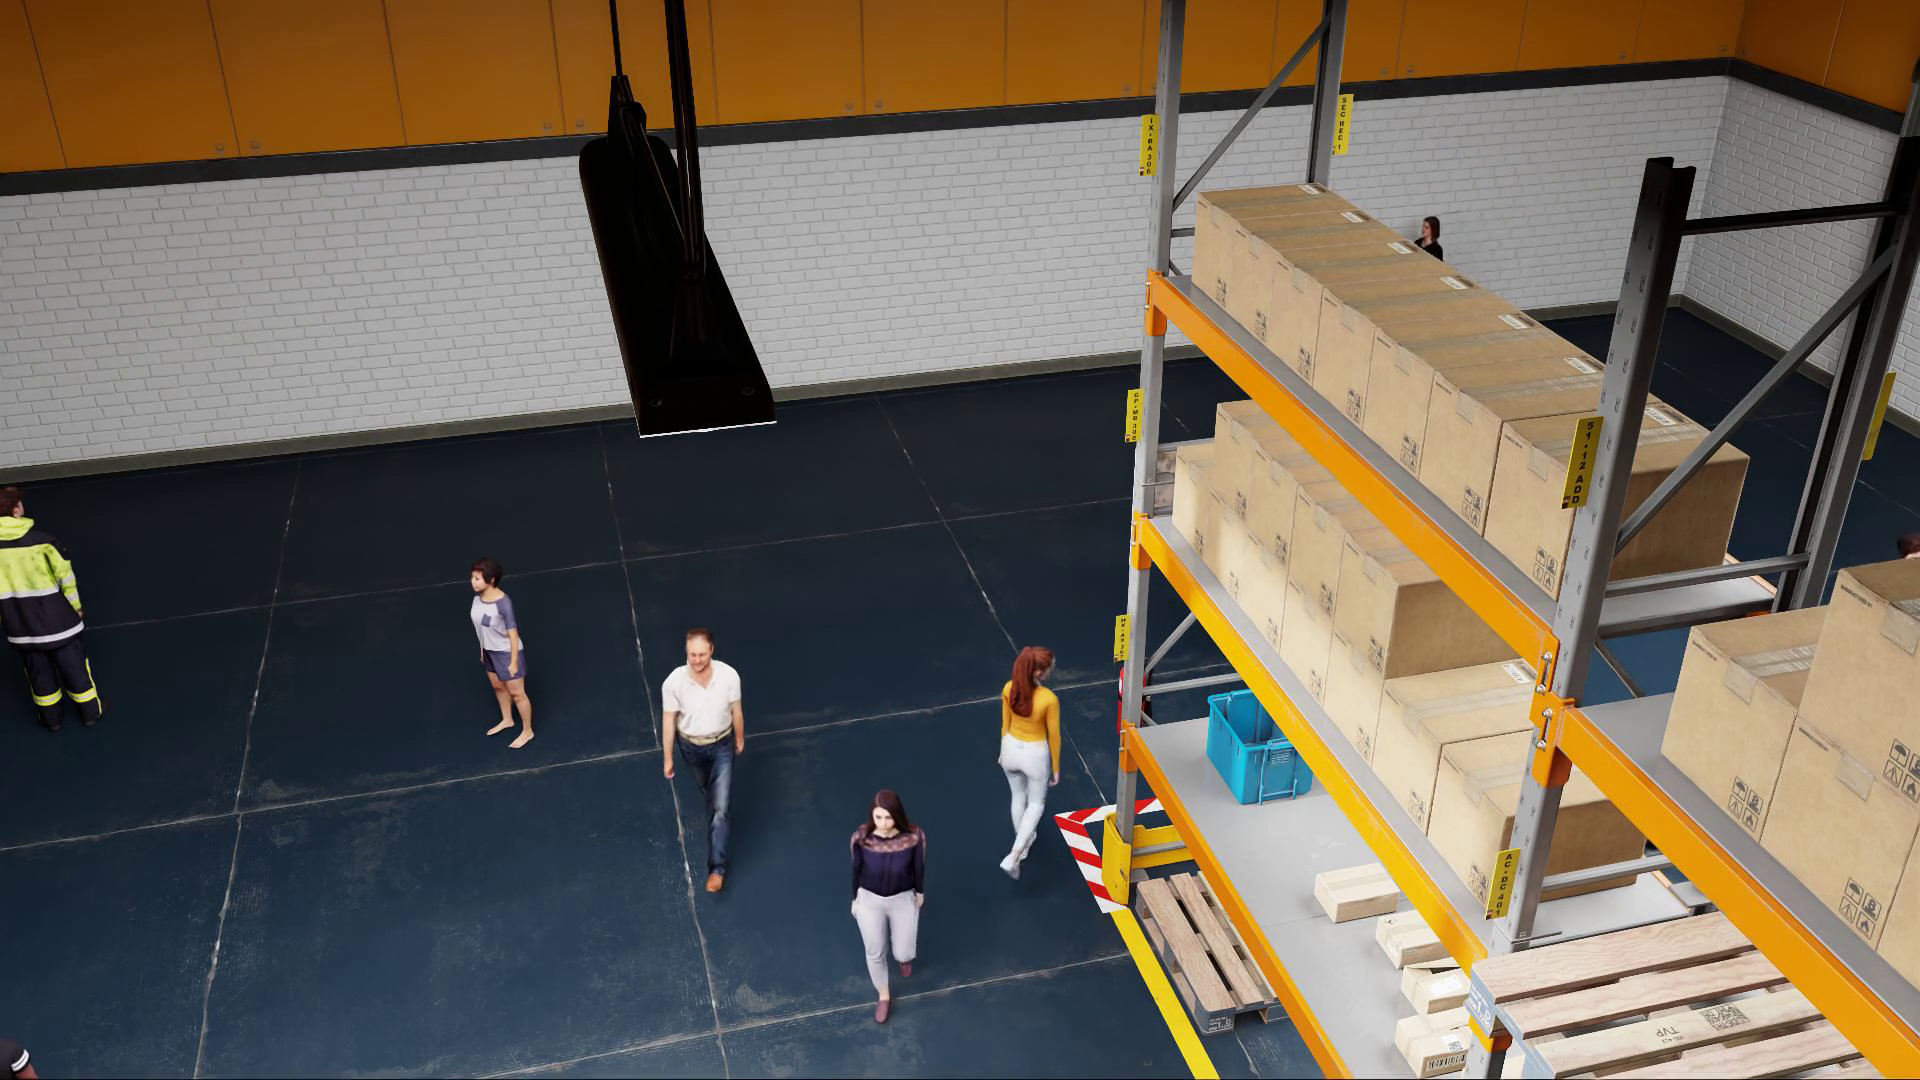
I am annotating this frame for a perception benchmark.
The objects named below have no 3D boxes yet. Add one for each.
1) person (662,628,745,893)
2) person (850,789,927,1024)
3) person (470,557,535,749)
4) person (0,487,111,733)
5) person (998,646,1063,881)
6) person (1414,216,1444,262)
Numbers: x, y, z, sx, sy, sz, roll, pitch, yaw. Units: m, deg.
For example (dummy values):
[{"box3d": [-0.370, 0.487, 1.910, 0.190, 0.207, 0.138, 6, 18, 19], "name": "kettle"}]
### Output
[{"box3d": [-1.687, 1.325, 11.108, 0.897, 1.801, 1.321, 0, 29, -1], "name": "person"}, {"box3d": [-0.428, 2.119, 9.865, 0.719, 1.598, 0.817, 1, 29, 3], "name": "person"}, {"box3d": [-3.398, 0.809, 12.301, 0.625, 1.565, 0.712, 22, 35, 34], "name": "person"}, {"box3d": [-6.872, 0.521, 12.397, 0.766, 1.979, 0.633, -6, 29, -11], "name": "person"}, {"box3d": [0.420, 1.487, 10.871, 0.945, 1.743, 1.057, 9, 30, 17], "name": "person"}, {"box3d": [5.327, -2.861, 18.934, 0.749, 1.656, 1.051, -12, 31, -21], "name": "person"}]
